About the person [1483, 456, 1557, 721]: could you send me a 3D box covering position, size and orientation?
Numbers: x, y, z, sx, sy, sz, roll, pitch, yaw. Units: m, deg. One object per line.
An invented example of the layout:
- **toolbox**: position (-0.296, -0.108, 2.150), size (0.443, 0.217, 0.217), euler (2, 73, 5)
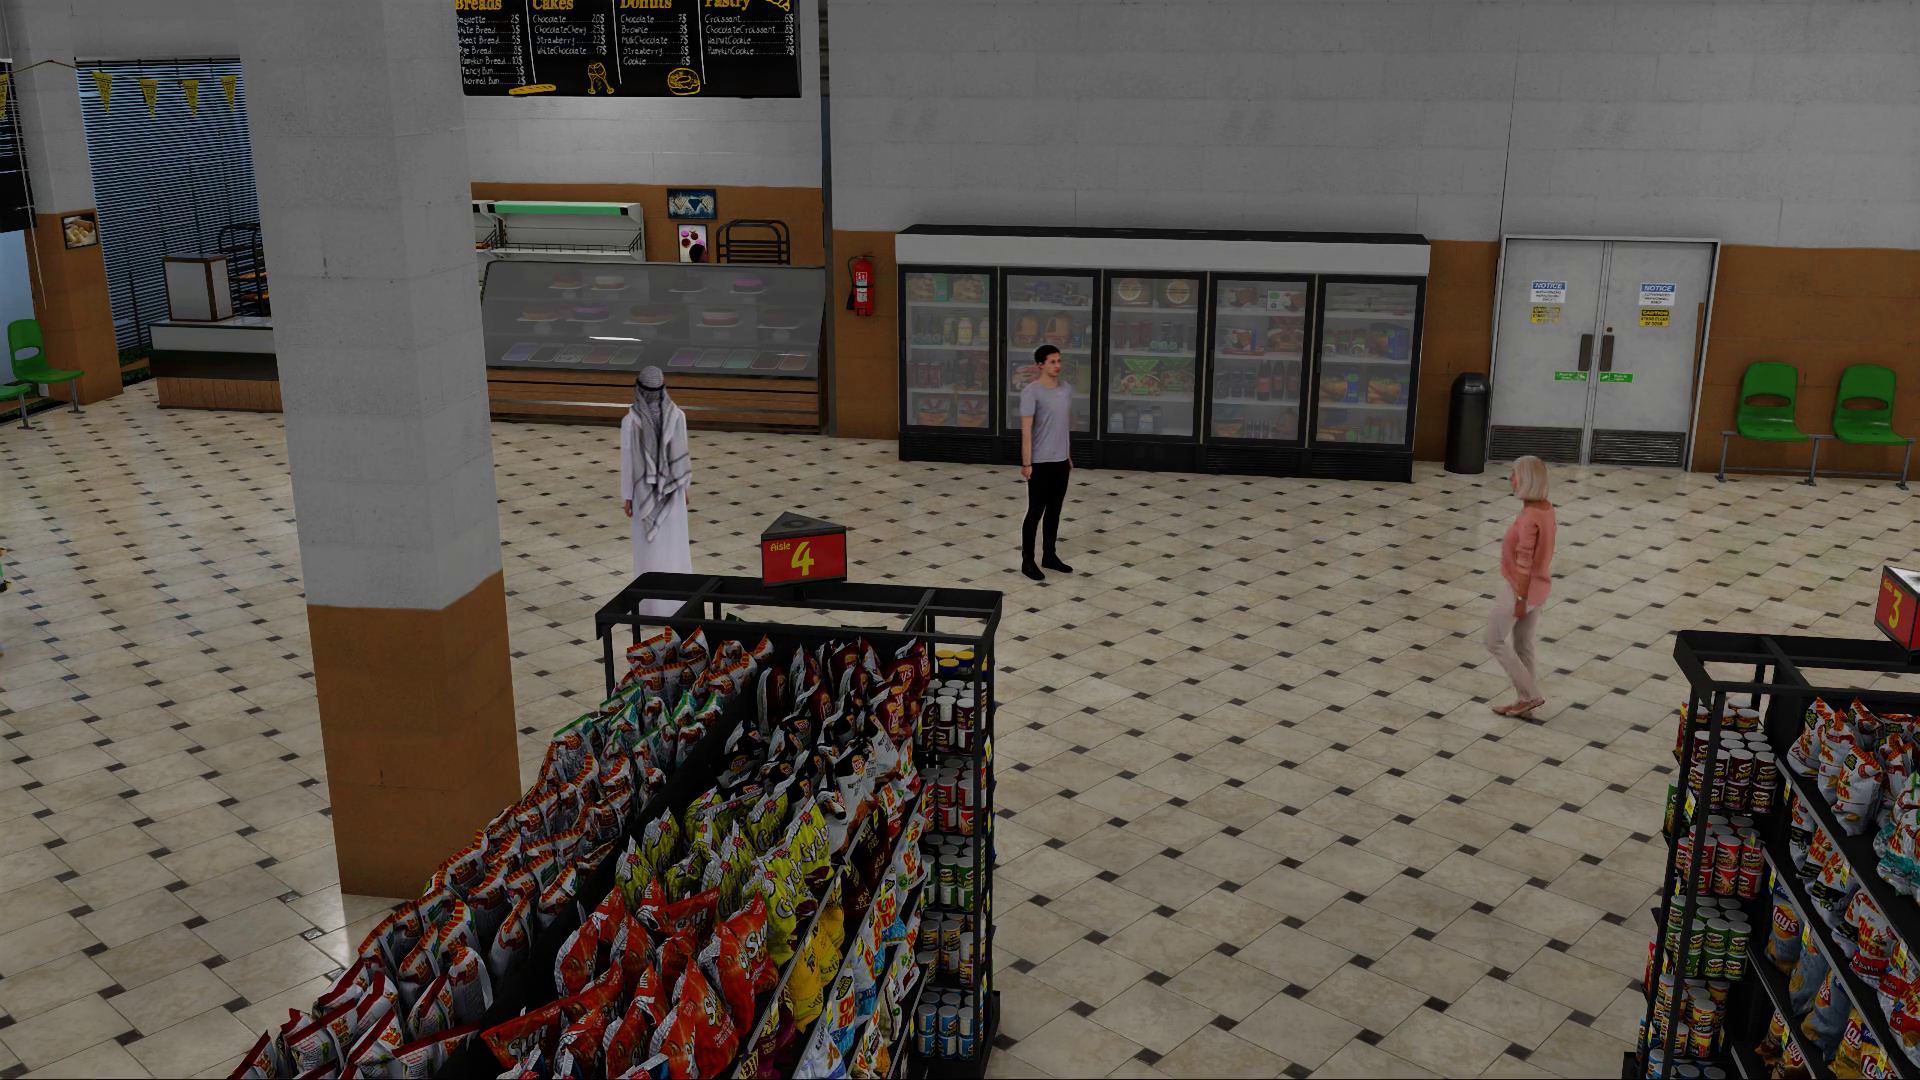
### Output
- **person**: position (3.599, 0.325, 10.335), size (0.778, 1.717, 0.695), euler (11, 20, 33)

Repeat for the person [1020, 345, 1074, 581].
- **person**: position (0.694, -0.637, 13.253), size (0.709, 1.862, 0.796), euler (-14, 22, -38)

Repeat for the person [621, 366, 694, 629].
- **person**: position (-2.194, -0.318, 12.090), size (0.798, 1.927, 0.847), euler (-10, 19, -29)
